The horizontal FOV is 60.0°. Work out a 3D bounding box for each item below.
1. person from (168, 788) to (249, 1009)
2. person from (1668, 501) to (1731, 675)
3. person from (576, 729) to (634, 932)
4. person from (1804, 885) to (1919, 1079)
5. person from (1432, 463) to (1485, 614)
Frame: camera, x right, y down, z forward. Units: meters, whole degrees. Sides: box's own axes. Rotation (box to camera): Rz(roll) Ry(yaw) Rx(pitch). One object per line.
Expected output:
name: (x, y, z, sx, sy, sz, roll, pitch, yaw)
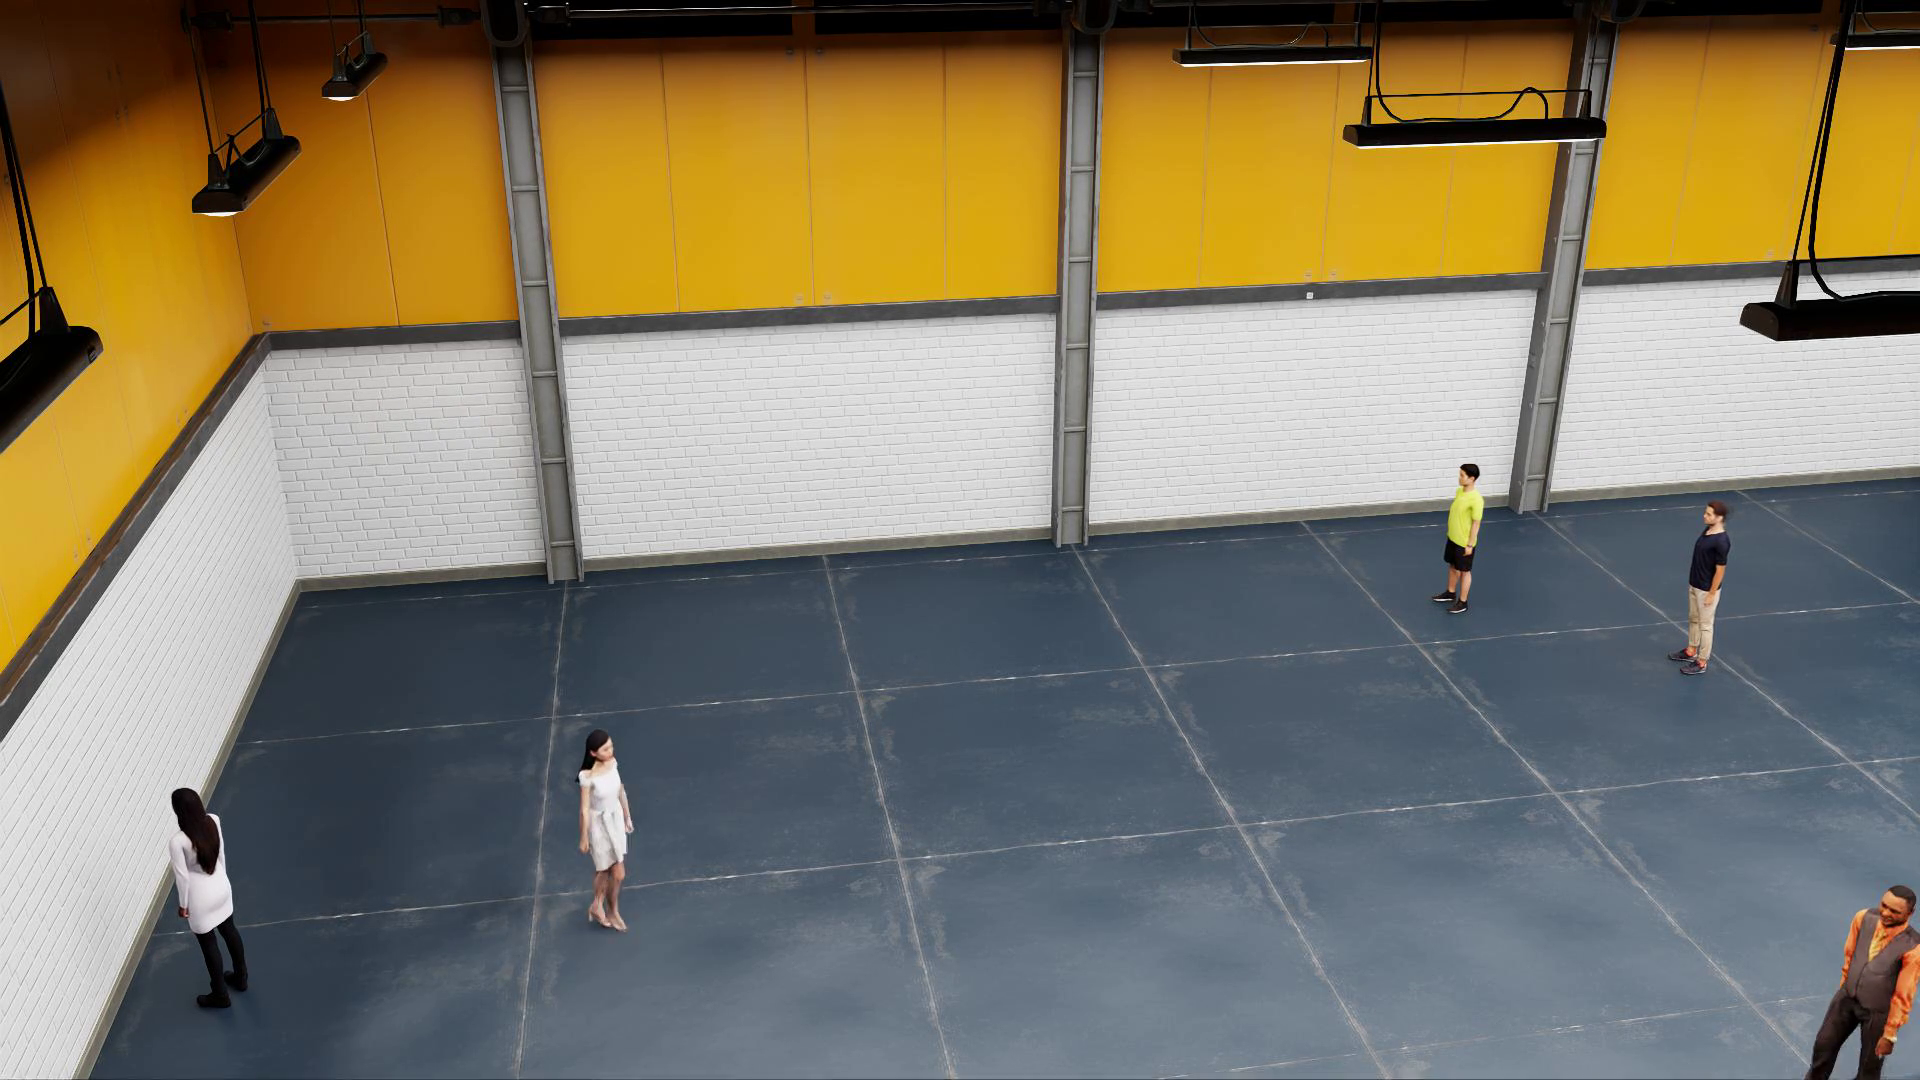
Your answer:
person: (-5.490, 2.591, 12.121, 0.698, 1.809, 0.690, 8, 25, 18)
person: (7.589, 0.467, 16.923, 0.590, 1.854, 0.689, 0, 24, 1)
person: (-2.848, 2.256, 12.950, 0.911, 1.758, 0.842, 11, 26, 24)
person: (6.068, 3.049, 10.968, 0.993, 1.893, 0.850, -10, 25, -21)
person: (5.527, -0.050, 18.286, 0.539, 1.708, 0.630, -6, 24, -13)
